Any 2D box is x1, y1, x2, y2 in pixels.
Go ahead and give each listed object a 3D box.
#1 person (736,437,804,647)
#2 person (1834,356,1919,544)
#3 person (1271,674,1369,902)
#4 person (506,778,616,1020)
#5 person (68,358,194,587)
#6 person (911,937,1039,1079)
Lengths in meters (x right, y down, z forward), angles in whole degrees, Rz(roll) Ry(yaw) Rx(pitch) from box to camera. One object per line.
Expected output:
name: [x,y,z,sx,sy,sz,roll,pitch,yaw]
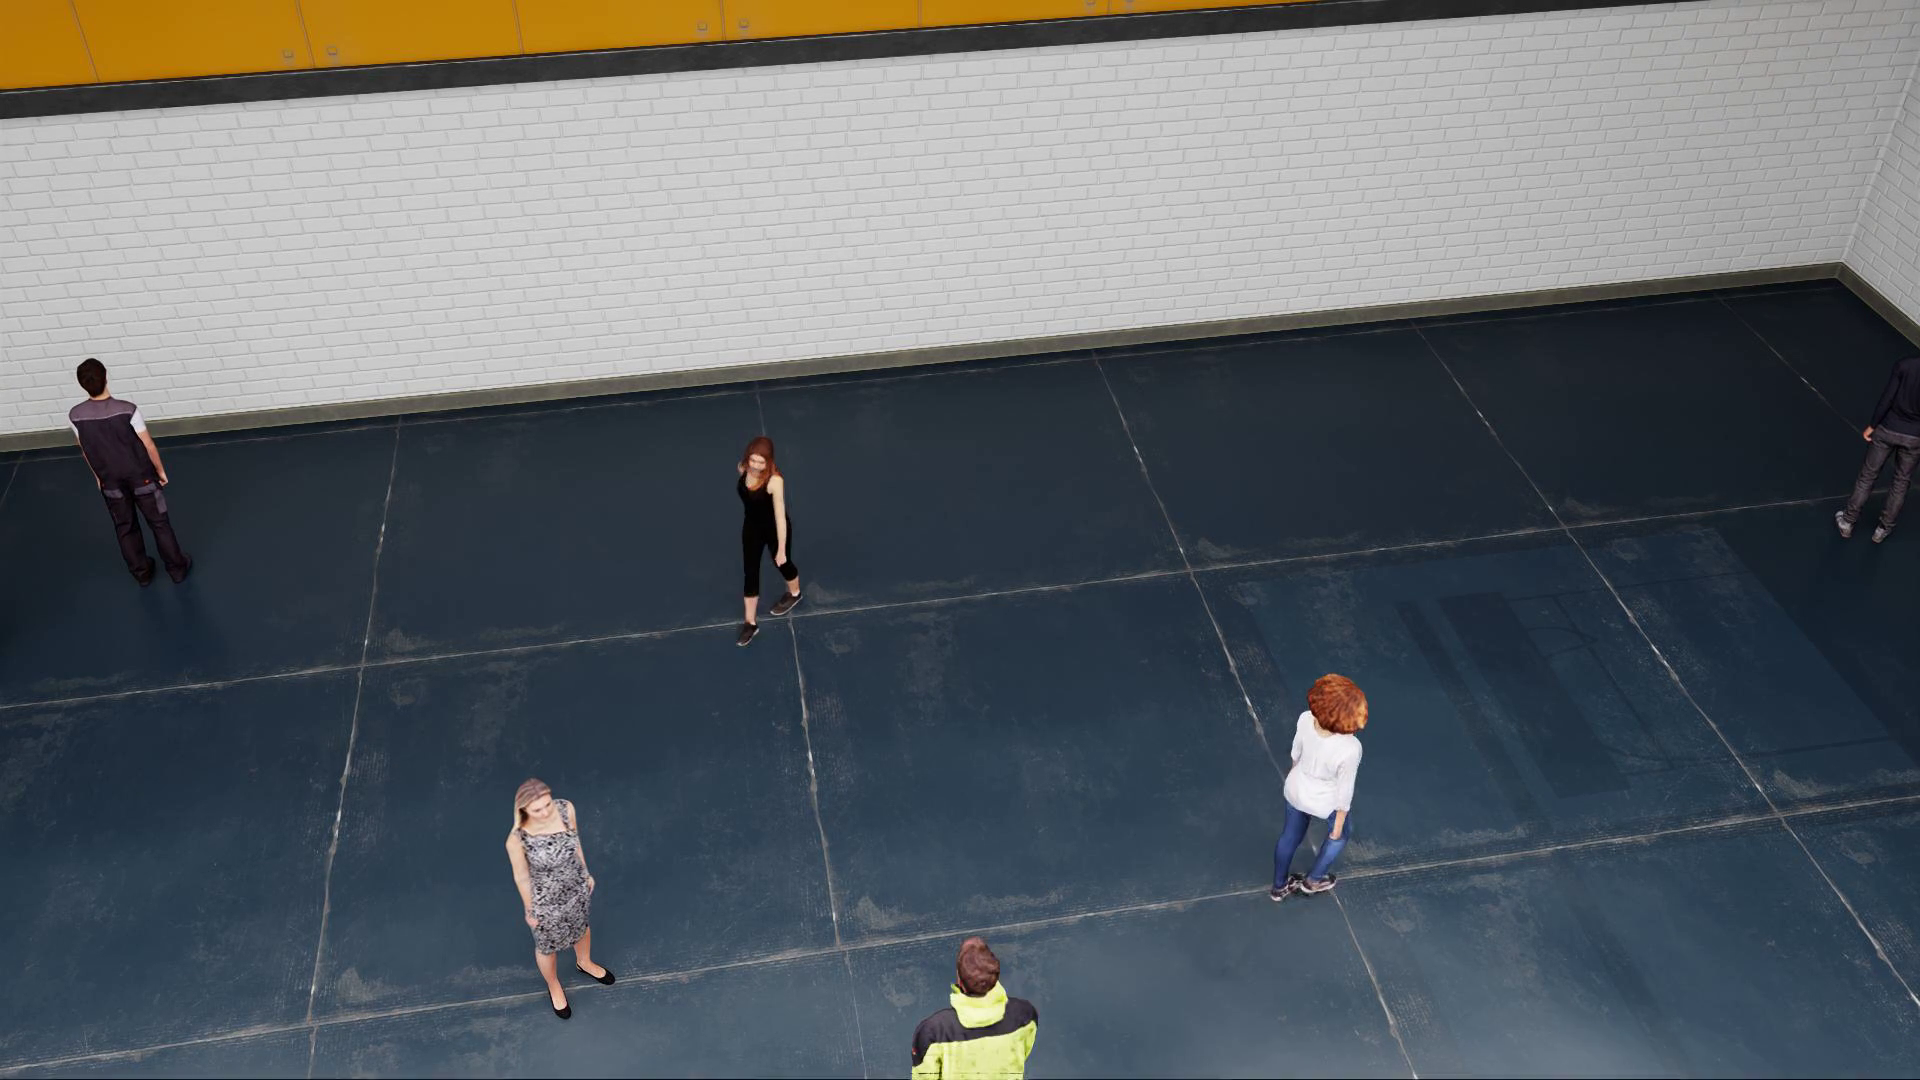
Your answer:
person: [-1.300,-0.109,11.521,0.970,1.688,1.045,29,47,31]
person: [6.936,-0.792,12.230,0.723,1.870,0.725,14,41,16]
person: [1.972,1.495,9.506,0.845,1.696,0.746,-26,45,-29]
person: [-2.188,1.891,9.003,0.669,1.704,0.643,31,48,33]
person: [-5.933,-0.459,11.832,0.639,1.847,0.577,-9,39,-11]
person: [0.085,2.690,7.802,0.787,1.954,0.828,-10,40,-12]
